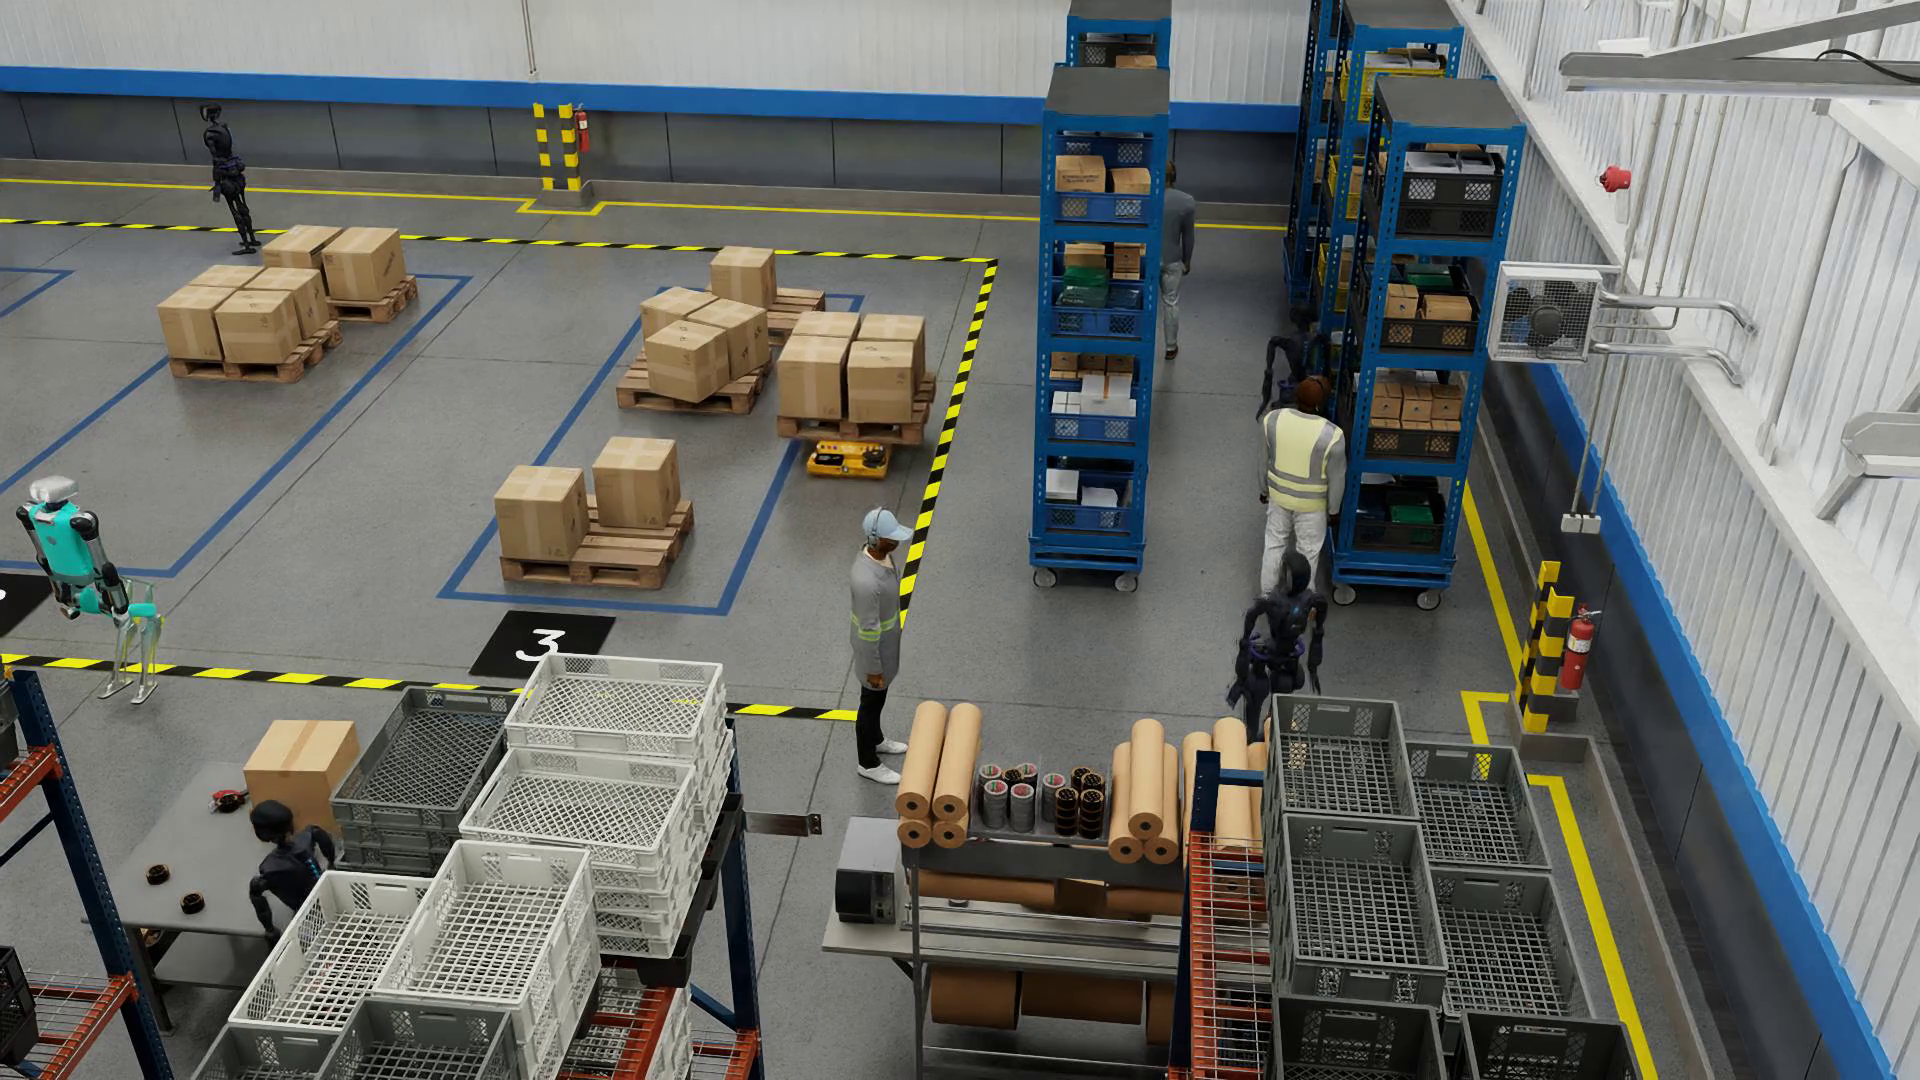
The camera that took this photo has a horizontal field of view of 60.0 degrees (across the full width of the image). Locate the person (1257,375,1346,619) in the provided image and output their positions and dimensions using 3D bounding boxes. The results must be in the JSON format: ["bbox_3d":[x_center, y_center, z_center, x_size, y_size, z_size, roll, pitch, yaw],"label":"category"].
[{"bbox_3d":[2.379,-0.298,11.622,0.632,1.841,0.429,20,36,30],"label":"person"}]

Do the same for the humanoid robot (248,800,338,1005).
[{"bbox_3d":[-3.065,1.928,7.973,0.398,1.640,0.608,9,31,15],"label":"humanoid robot"}]

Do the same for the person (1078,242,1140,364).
[{"bbox_3d":[1.245,-1.621,13.771,0.606,1.966,0.368,-7,31,-11],"label":"person"}]

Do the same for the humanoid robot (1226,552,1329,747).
[{"bbox_3d":[1.877,0.779,9.940,0.595,1.649,0.341,-8,31,-14],"label":"humanoid robot"}]

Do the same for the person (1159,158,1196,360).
[{"bbox_3d":[1.855,-2.603,15.490,0.627,1.934,0.371,2,30,4],"label":"person"}]

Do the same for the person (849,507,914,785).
[{"bbox_3d":[-0.462,0.618,10.038,0.398,1.850,0.596,3,30,5],"label":"person"}]

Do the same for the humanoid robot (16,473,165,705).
[{"bbox_3d":[-5.443,0.254,10.646,0.533,1.675,0.735,8,31,14],"label":"humanoid robot"}]

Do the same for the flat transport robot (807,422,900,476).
[{"bbox_3d":[-0.867,-0.975,14.320,0.652,0.197,1.431,3,30,6],"label":"flat transport robot"}]

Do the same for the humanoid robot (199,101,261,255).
[{"bbox_3d":[-7.926,-3.926,18.002,0.315,1.657,0.599,-1,30,-2],"label":"humanoid robot"}]

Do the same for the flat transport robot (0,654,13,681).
[{"bbox_3d":[-7.142,0.969,11.010,1.431,0.231,0.659,3,30,6],"label":"flat transport robot"}]

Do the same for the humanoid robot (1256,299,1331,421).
[{"bbox_3d":[2.687,-1.099,13.231,0.593,1.631,0.799,-4,30,-7],"label":"humanoid robot"}]
